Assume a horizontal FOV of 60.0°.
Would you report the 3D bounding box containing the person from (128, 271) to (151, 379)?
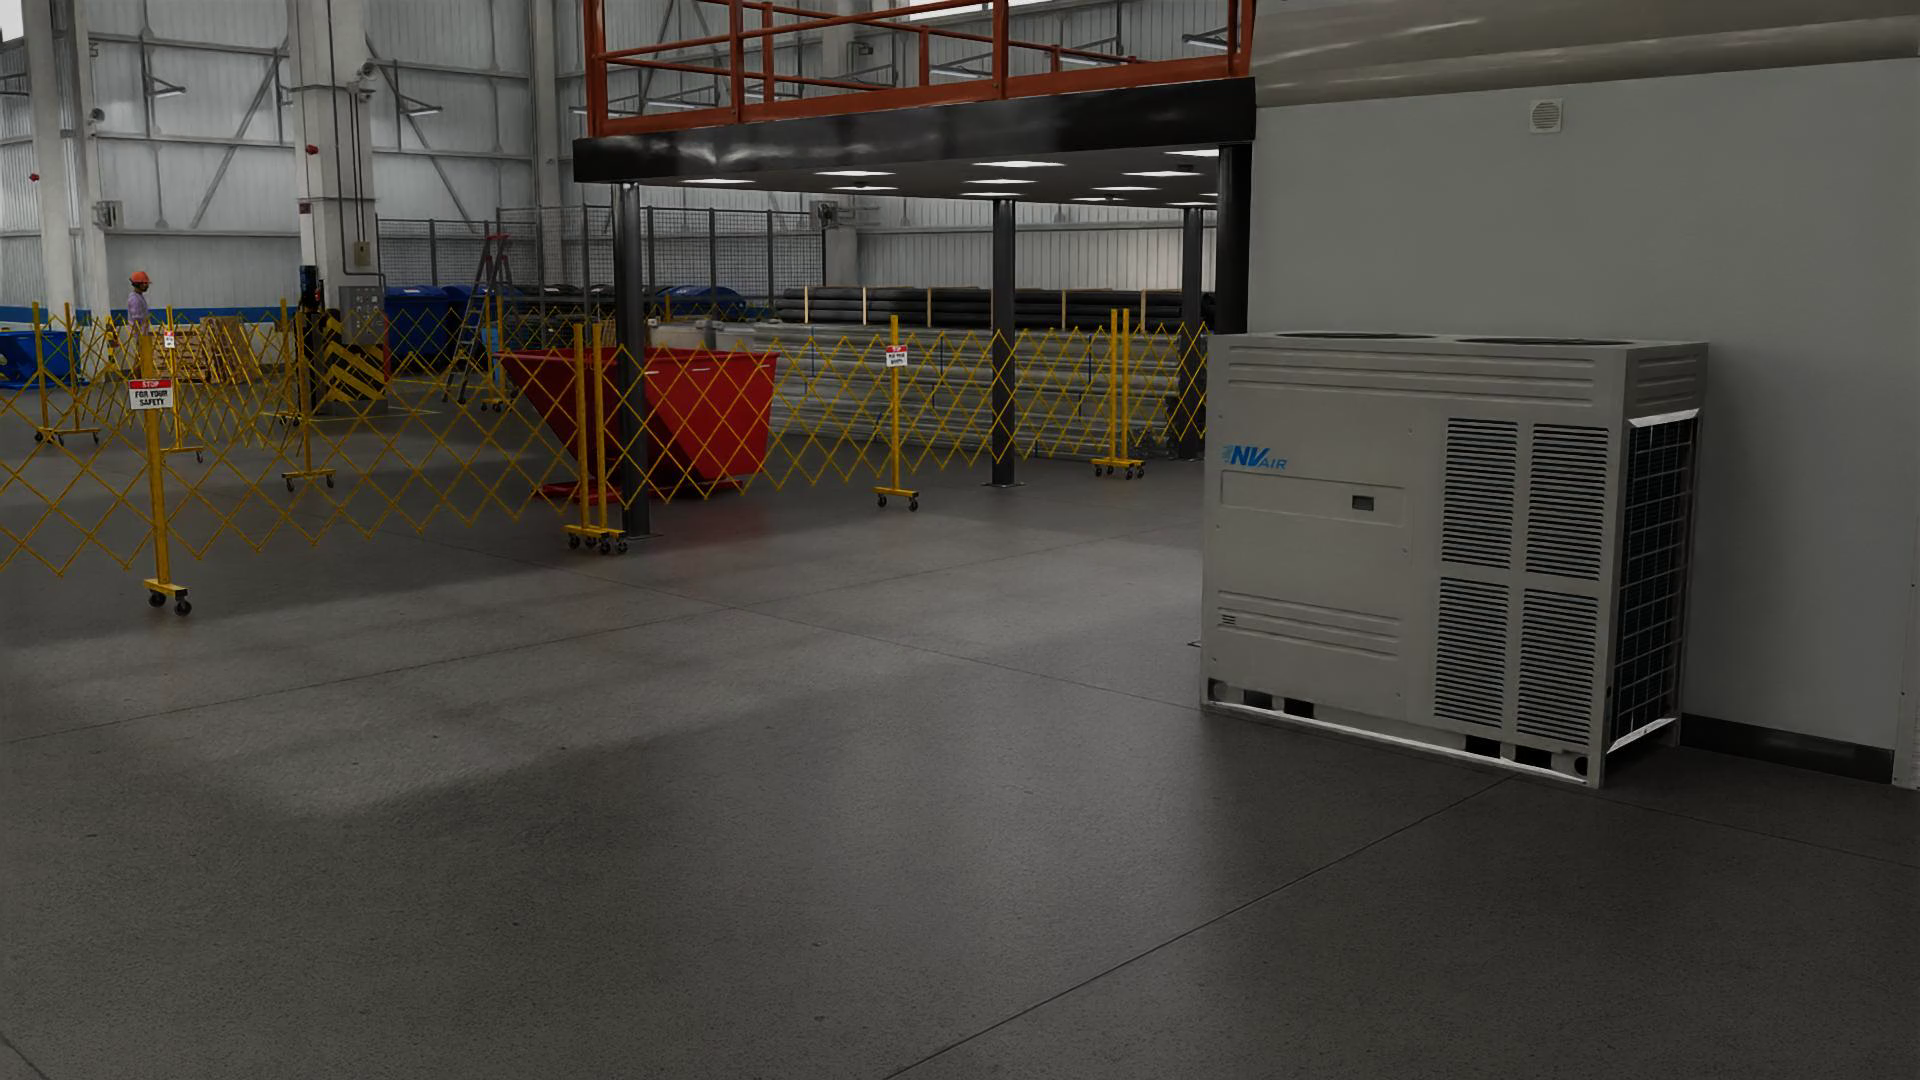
[{"bbox_3d":[-13.552,-3.426,27.563,0.417,2.036,0.601,-3,10,-20],"label":"person"}]
